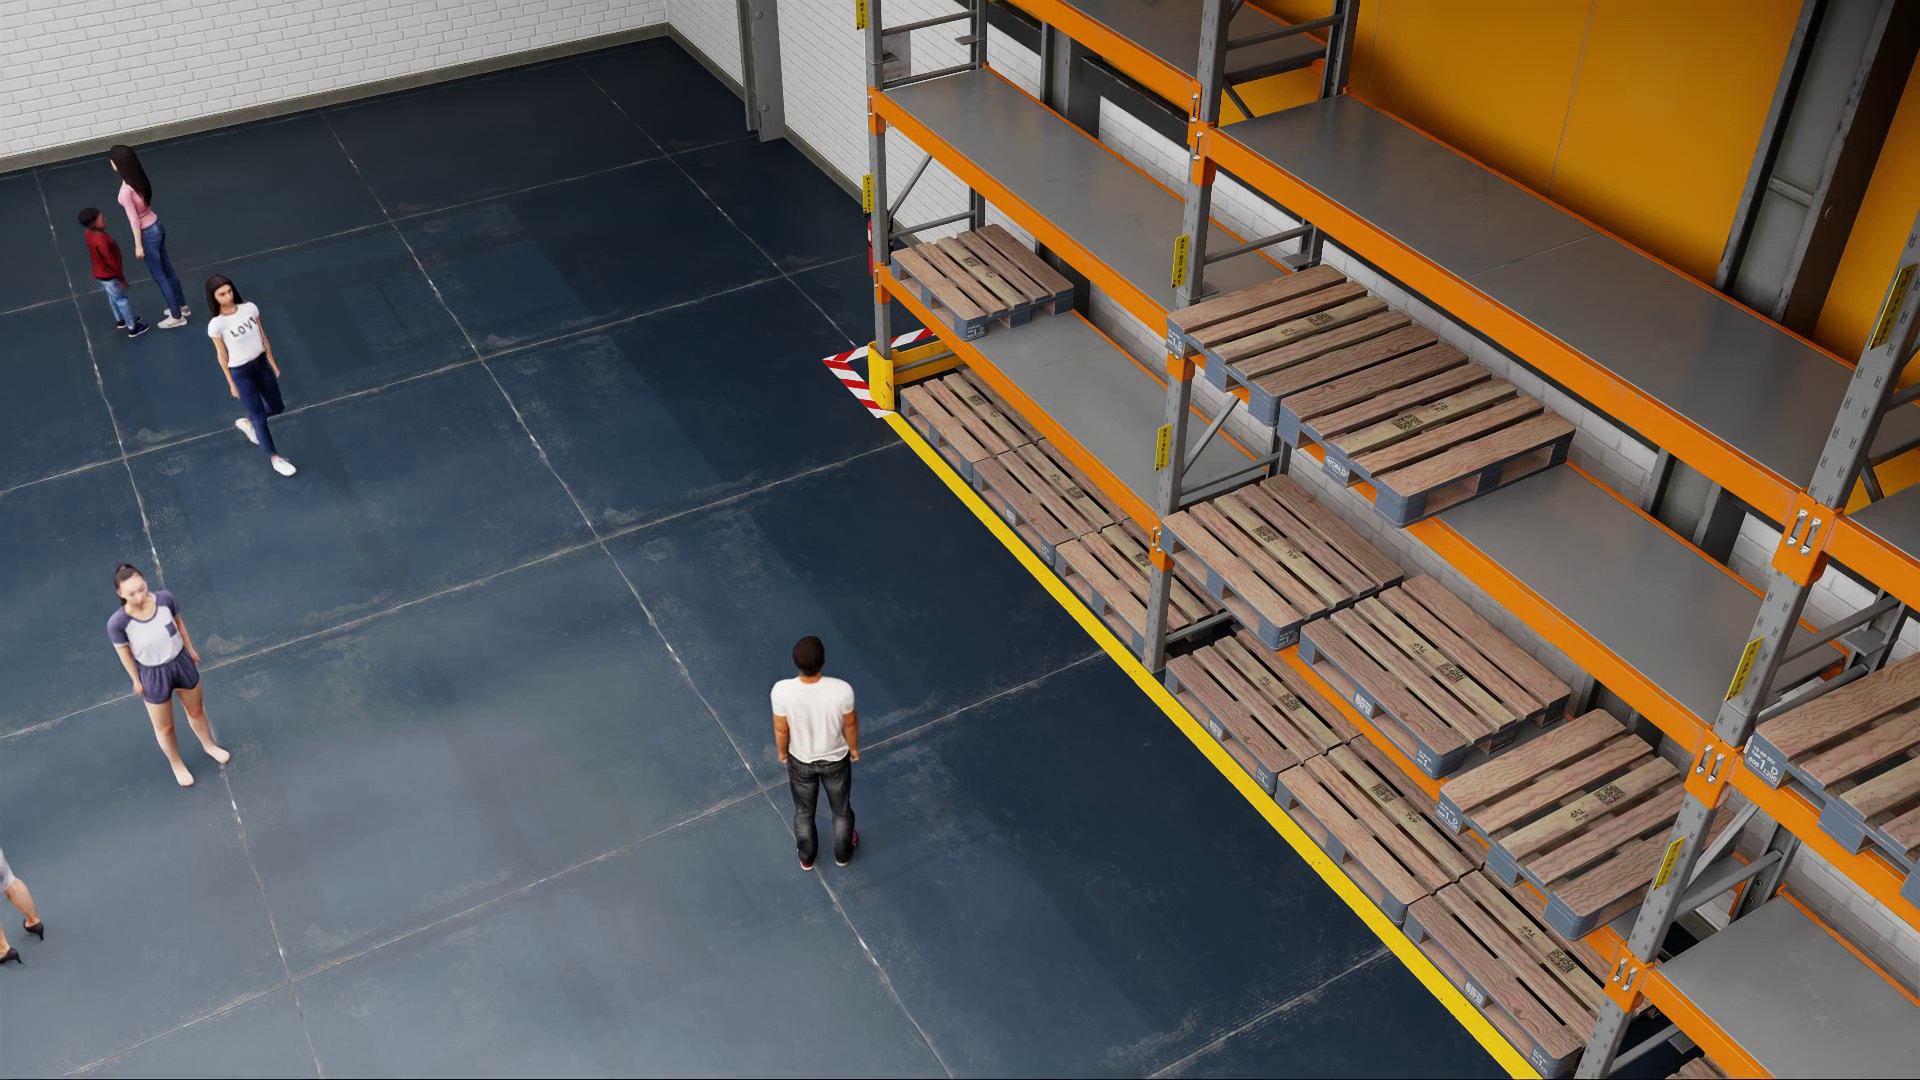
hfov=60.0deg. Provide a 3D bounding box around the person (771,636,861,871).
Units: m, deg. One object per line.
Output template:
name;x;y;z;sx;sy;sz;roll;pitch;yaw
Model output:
person;-0.839;1.261;9.804;0.710;1.805;0.692;-2;39;-3

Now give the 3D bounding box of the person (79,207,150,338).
person;-7.593;-2.373;14.800;0.491;1.249;0.607;31;48;33

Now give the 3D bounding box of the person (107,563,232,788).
person;-5.016;0.827;10.472;0.625;1.650;0.655;27;46;30

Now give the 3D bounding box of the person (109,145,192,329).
person;-7.239;-2.718;14.837;0.699;1.743;0.584;-3;39;-4

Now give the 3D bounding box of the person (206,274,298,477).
person;-5.633;-1.320;13.068;0.984;1.765;0.850;20;43;24
